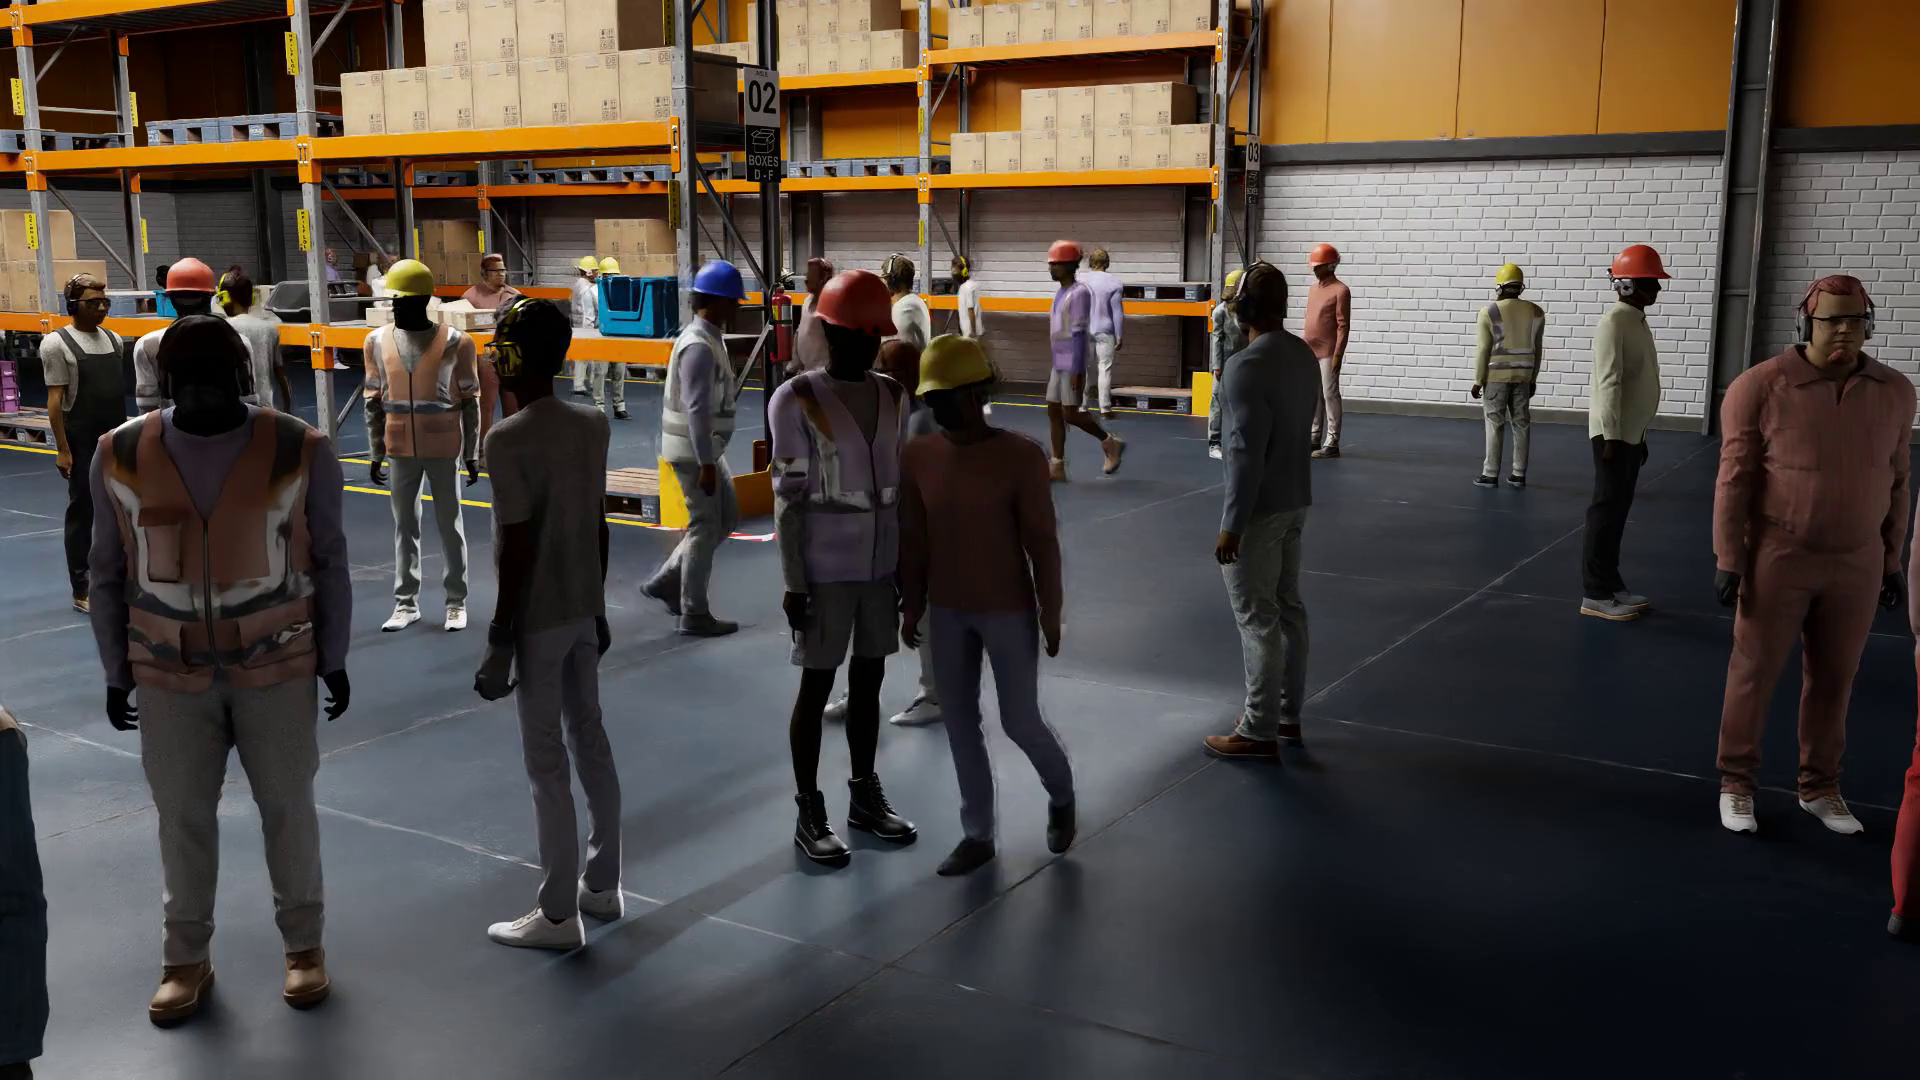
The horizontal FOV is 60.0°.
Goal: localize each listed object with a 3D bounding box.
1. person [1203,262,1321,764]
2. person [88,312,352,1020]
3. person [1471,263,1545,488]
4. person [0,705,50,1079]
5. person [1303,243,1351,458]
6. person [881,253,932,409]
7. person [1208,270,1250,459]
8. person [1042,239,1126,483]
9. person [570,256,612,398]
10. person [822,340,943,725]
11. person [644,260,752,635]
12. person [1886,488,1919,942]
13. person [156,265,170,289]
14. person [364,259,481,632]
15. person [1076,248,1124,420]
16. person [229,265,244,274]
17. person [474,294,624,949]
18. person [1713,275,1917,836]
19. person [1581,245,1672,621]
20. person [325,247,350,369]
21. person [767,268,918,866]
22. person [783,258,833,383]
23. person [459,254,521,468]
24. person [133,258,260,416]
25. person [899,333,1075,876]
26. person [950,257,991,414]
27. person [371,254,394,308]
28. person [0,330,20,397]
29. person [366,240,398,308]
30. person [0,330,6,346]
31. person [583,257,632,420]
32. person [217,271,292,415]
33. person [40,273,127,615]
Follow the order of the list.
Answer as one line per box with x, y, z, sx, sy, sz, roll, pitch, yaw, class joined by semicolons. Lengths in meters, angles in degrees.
1.182;-0.101;6.476;0.350;1.936;0.635;7;12;34;person
-1.914;0.332;4.344;0.629;1.842;0.429;-3;11;-15;person
4.465;-1.339;13.624;0.592;1.834;0.404;-2;10;-11;person
-1.593;0.763;2.516;0.514;1.639;0.310;3;11;16;person
3.387;-1.763;15.525;0.377;1.995;0.608;-4;11;-23;person
-0.359;-0.889;10.849;0.379;1.937;0.629;1;10;6;person
2.543;-1.625;15.459;0.487;1.744;0.312;-8;13;-37;person
0.978;-1.469;13.805;0.722;2.029;0.614;-3;11;-18;person
-4.712;-2.725;21.360;0.635;1.807;0.623;-4;11;-23;person
-0.332;-0.001;6.861;0.612;1.600;0.510;-5;11;-24;person
-1.302;-0.459;8.505;0.518;1.920;0.661;-1;10;-5;person
2.868;0.322;4.607;0.311;1.768;0.532;-3;11;-16;person
-10.195;-2.692;21.498;0.322;1.697;0.530;-4;11;-19;person
-2.775;-0.476;8.590;0.583;1.923;0.383;0;10;1;person
1.552;-2.315;18.767;0.630;1.932;0.361;5;11;26;person
-12.323;-3.914;28.537;0.824;1.596;0.511;10;14;43;person
-1.187;0.241;4.765;0.326;1.874;0.519;4;11;23;person
2.894;0.066;5.640;0.652;1.906;0.404;0;10;2;person
3.573;-0.578;8.958;0.376;1.995;0.612;7;12;34;person
-9.871;-3.640;26.172;0.399;1.908;0.643;-7;12;-33;person
-0.354;0.085;5.463;0.543;1.933;0.364;-9;14;-42;person
-1.261;-1.407;13.908;0.929;1.868;0.651;-5;11;-26;person
-4.114;-1.585;14.815;0.404;1.900;0.646;9;14;42;person
-3.732;-0.413;8.212;0.551;1.932;0.378;-3;11;-18;person
0.075;0.213;5.281;0.546;1.741;0.544;6;12;30;person
0.068;-2.345;19.229;0.626;1.830;0.624;0;10;1;person
-7.722;-2.969;22.677;0.989;1.838;0.581;8;13;39;person
-12.316;-2.760;21.280;0.390;1.914;0.587;1;10;3;person
-8.610;-3.527;25.176;0.540;2.000;0.696;7;13;35;person
-12.057;-2.517;20.448;0.760;1.722;0.542;5;11;25;person
-3.901;-2.233;18.584;0.600;1.829;0.404;-10;14;-44;person
-4.436;-0.741;10.374;0.529;1.825;0.744;5;11;26;person
-4.718;-0.525;9.083;0.332;1.843;0.517;3;11;18;person
